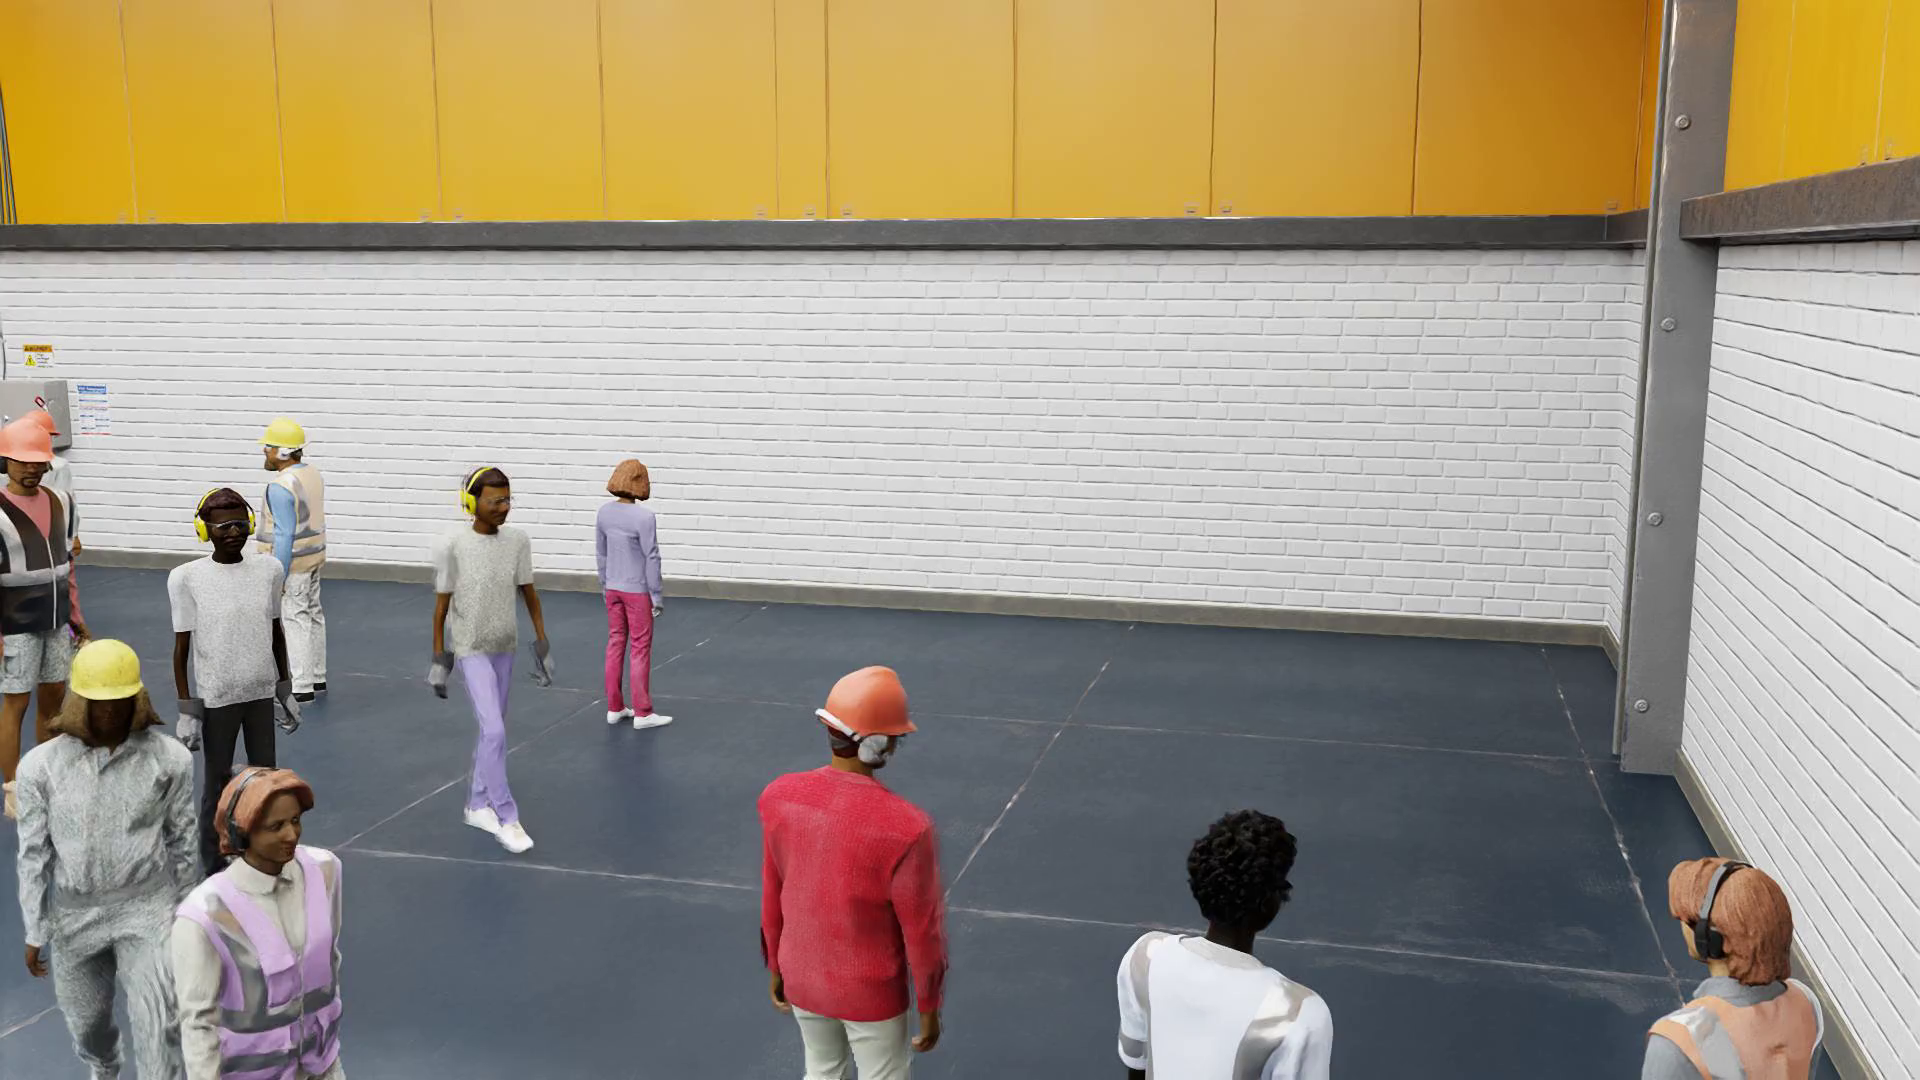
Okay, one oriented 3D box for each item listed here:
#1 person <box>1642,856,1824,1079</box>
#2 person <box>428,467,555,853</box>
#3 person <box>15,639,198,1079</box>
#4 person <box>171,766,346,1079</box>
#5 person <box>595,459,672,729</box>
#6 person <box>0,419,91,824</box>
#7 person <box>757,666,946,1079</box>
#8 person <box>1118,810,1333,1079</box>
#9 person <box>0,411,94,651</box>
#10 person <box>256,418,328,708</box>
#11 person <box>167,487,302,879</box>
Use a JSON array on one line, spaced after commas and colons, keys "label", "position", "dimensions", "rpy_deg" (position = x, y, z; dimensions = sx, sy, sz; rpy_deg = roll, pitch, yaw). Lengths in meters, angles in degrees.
[{"label": "person", "position": [1.563, 1.454, 3.427], "dimensions": [0.512, 1.631, 0.317], "rpy_deg": [-6, 12, -33]}, {"label": "person", "position": [-2.204, 0.571, 7.997], "dimensions": [0.787, 1.837, 0.544], "rpy_deg": [8, 13, 40]}, {"label": "person", "position": [-2.608, 1.120, 5.141], "dimensions": [0.489, 1.712, 0.797], "rpy_deg": [-4, 11, -24]}, {"label": "person", "position": [-1.782, 1.336, 4.223], "dimensions": [0.863, 1.594, 0.531], "rpy_deg": [5, 11, 29]}, {"label": "person", "position": [-1.989, 0.322, 10.075], "dimensions": [0.507, 1.631, 0.268], "rpy_deg": [7, 12, 36]}, {"label": "person", "position": [-4.649, 0.406, 8.384], "dimensions": [0.394, 2.040, 0.610], "rpy_deg": [3, 10, 17]}, {"label": "person", "position": [-0.290, 1.199, 4.612], "dimensions": [0.581, 1.733, 0.350], "rpy_deg": [6, 11, 31]}, {"label": "person", "position": [0.558, 1.403, 3.553], "dimensions": [0.319, 1.687, 0.539], "rpy_deg": [-9, 13, -44]}, {"label": "person", "position": [-6.579, -0.056, 11.968], "dimensions": [0.561, 1.745, 0.339], "rpy_deg": [1, 10, 8]}, {"label": "person", "position": [-4.236, 0.140, 10.551], "dimensions": [0.403, 1.837, 0.591], "rpy_deg": [0, 10, -1]}, {"label": "person", "position": [-3.111, 0.696, 7.179], "dimensions": [0.320, 1.871, 0.533], "rpy_deg": [8, 13, 41]}]
